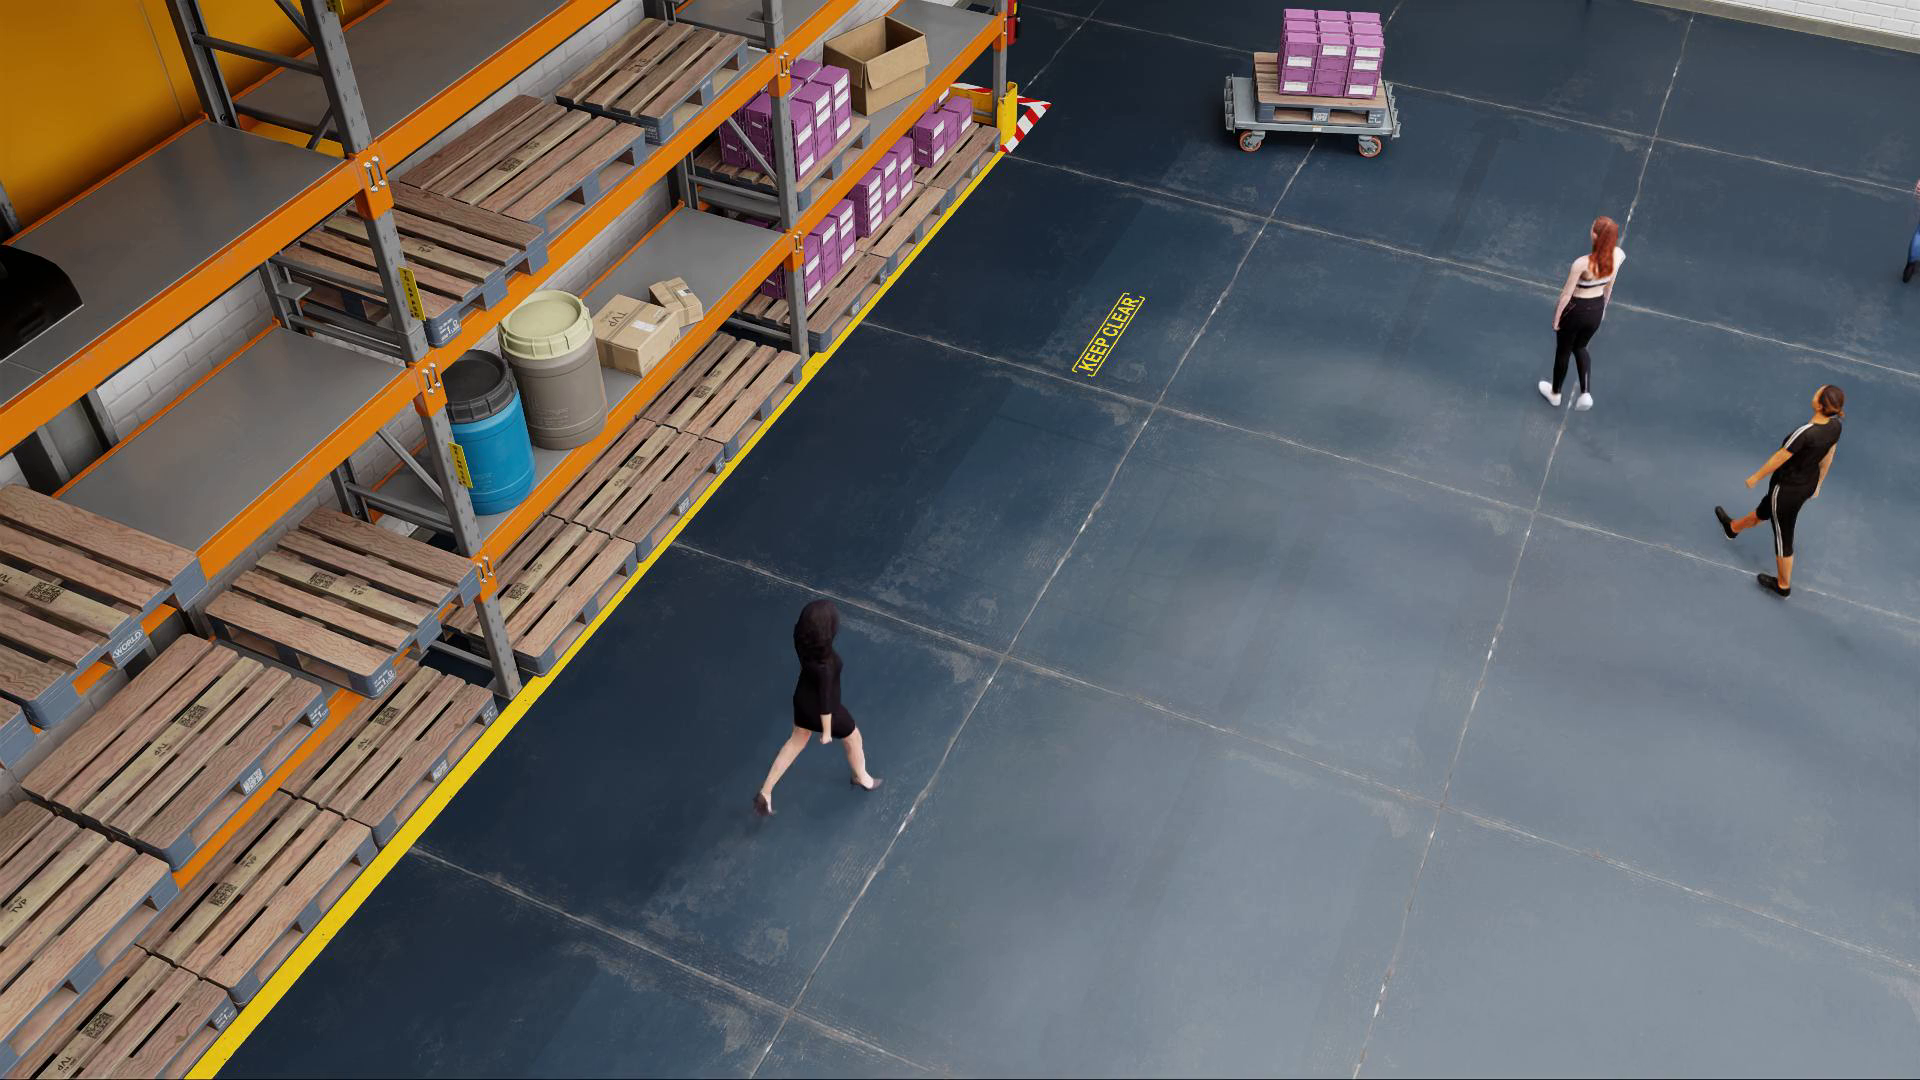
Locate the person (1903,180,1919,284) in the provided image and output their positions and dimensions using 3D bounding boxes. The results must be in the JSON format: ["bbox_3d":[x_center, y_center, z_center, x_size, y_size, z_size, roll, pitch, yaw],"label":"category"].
[{"bbox_3d":[8.336,-2.890,14.069,0.710,1.615,0.750,28,50,26],"label":"person"}]

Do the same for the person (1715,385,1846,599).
[{"bbox_3d":[5.732,-0.298,11.342,1.080,1.623,1.051,-20,47,-20],"label":"person"}]

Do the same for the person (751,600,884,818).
[{"bbox_3d":[-0.923,1.036,9.839,1.175,1.765,0.991,-24,48,-23],"label":"person"}]

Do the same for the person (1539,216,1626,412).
[{"bbox_3d":[4.795,-1.662,12.694,0.879,1.734,0.960,-11,45,-11],"label":"person"}]
